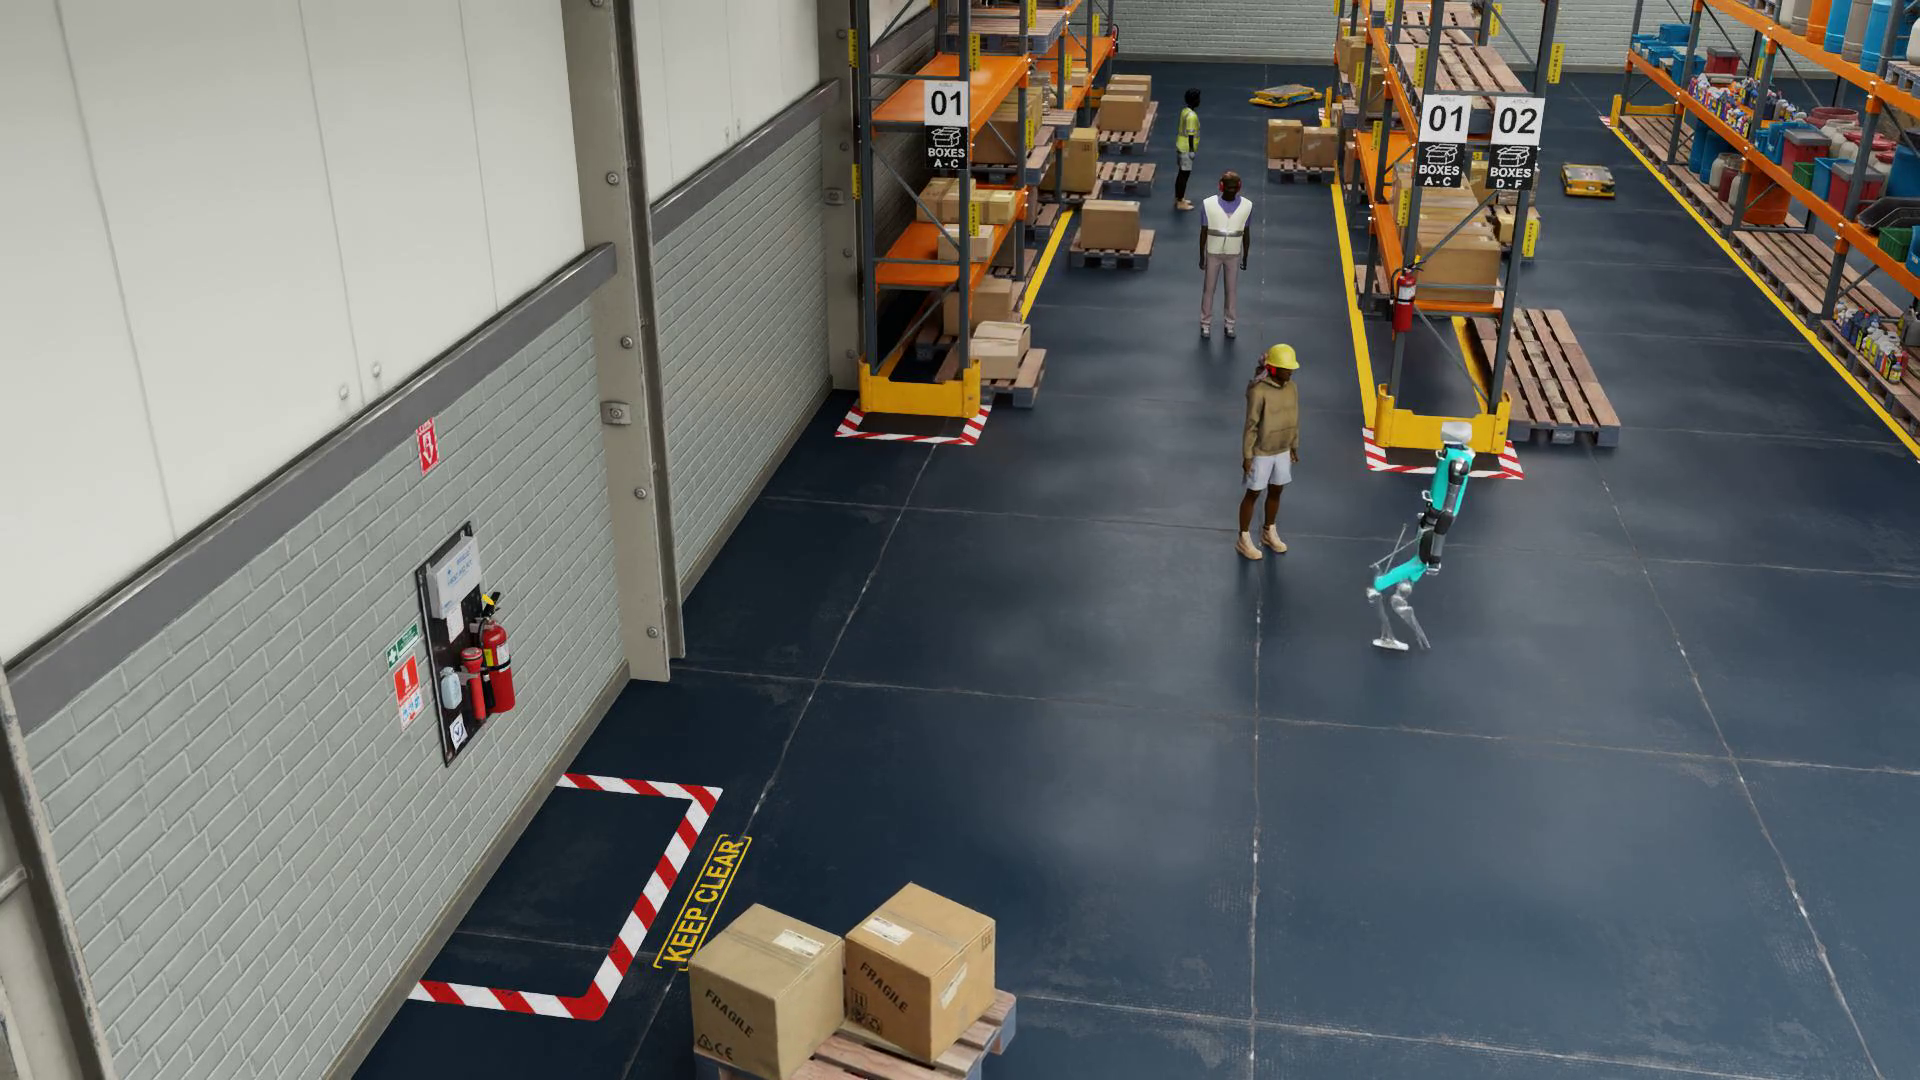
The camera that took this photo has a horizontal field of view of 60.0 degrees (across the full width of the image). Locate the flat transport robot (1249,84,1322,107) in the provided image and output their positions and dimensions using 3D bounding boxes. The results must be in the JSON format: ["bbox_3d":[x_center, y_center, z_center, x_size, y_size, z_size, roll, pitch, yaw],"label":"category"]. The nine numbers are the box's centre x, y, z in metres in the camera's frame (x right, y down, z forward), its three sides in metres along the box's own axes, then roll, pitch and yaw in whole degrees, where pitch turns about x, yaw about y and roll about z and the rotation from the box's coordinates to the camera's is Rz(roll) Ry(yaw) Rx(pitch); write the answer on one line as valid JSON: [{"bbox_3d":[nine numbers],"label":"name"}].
[{"bbox_3d":[6.115,-8.331,31.189,0.659,0.231,1.431,23,33,39],"label":"flat transport robot"}]

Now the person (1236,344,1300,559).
[{"bbox_3d":[2.439,-0.720,13.145,0.552,1.757,0.411,-13,28,-25],"label":"person"}]

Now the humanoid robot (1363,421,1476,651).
[{"bbox_3d":[3.113,0.020,11.617,0.771,1.805,0.539,5,25,10],"label":"humanoid robot"}]

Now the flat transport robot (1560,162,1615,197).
[{"bbox_3d":[9.381,-5.386,24.885,0.659,0.231,1.431,6,26,13],"label":"flat transport robot"}]

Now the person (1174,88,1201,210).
[{"bbox_3d":[3.221,-5.527,23.507,0.320,1.694,0.532,-1,25,-3],"label":"person"}]

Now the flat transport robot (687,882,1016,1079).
[{"bbox_3d":[-0.462,2.526,7.950,0.659,0.231,1.431,12,28,24],"label":"flat transport robot"}]

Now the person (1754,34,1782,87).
[{"bbox_3d":[15.837,-9.766,32.490,0.329,1.768,0.524,-17,30,-33],"label":"person"}]

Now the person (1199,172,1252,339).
[{"bbox_3d":[2.882,-3.119,18.184,0.559,1.839,0.388,-1,25,-3],"label":"person"}]

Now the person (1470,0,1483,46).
[{"bbox_3d":[9.559,-9.233,31.289,0.953,1.819,0.514,12,28,24],"label":"person"}]
